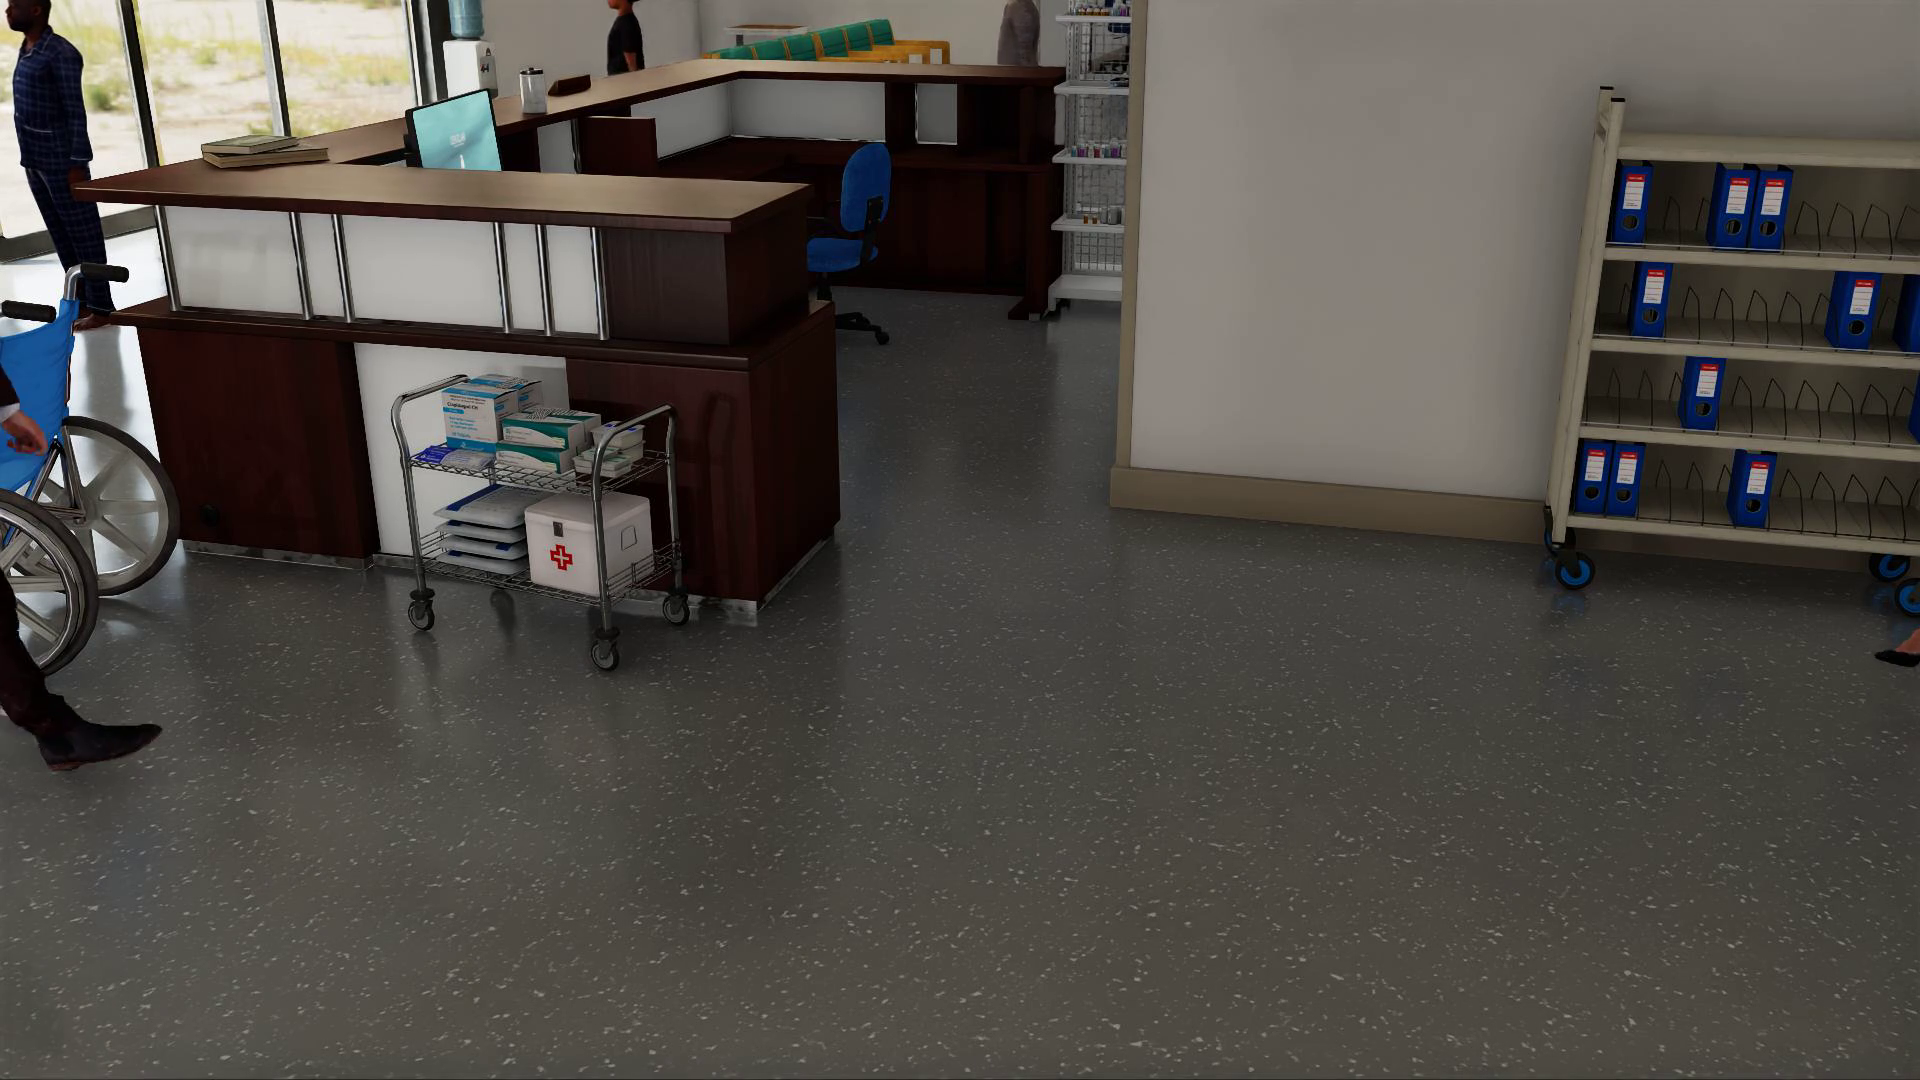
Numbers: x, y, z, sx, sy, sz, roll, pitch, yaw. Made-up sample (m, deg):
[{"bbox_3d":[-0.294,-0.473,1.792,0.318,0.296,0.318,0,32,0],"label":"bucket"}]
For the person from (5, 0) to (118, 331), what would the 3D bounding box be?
[{"bbox_3d":[-4.922,-2.087,9.090,0.694,1.825,0.821,16,26,36],"label":"person"}]

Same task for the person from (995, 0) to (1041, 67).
[{"bbox_3d":[0.529,-3.316,12.268,1.070,1.873,0.853,1,21,2],"label":"person"}]
